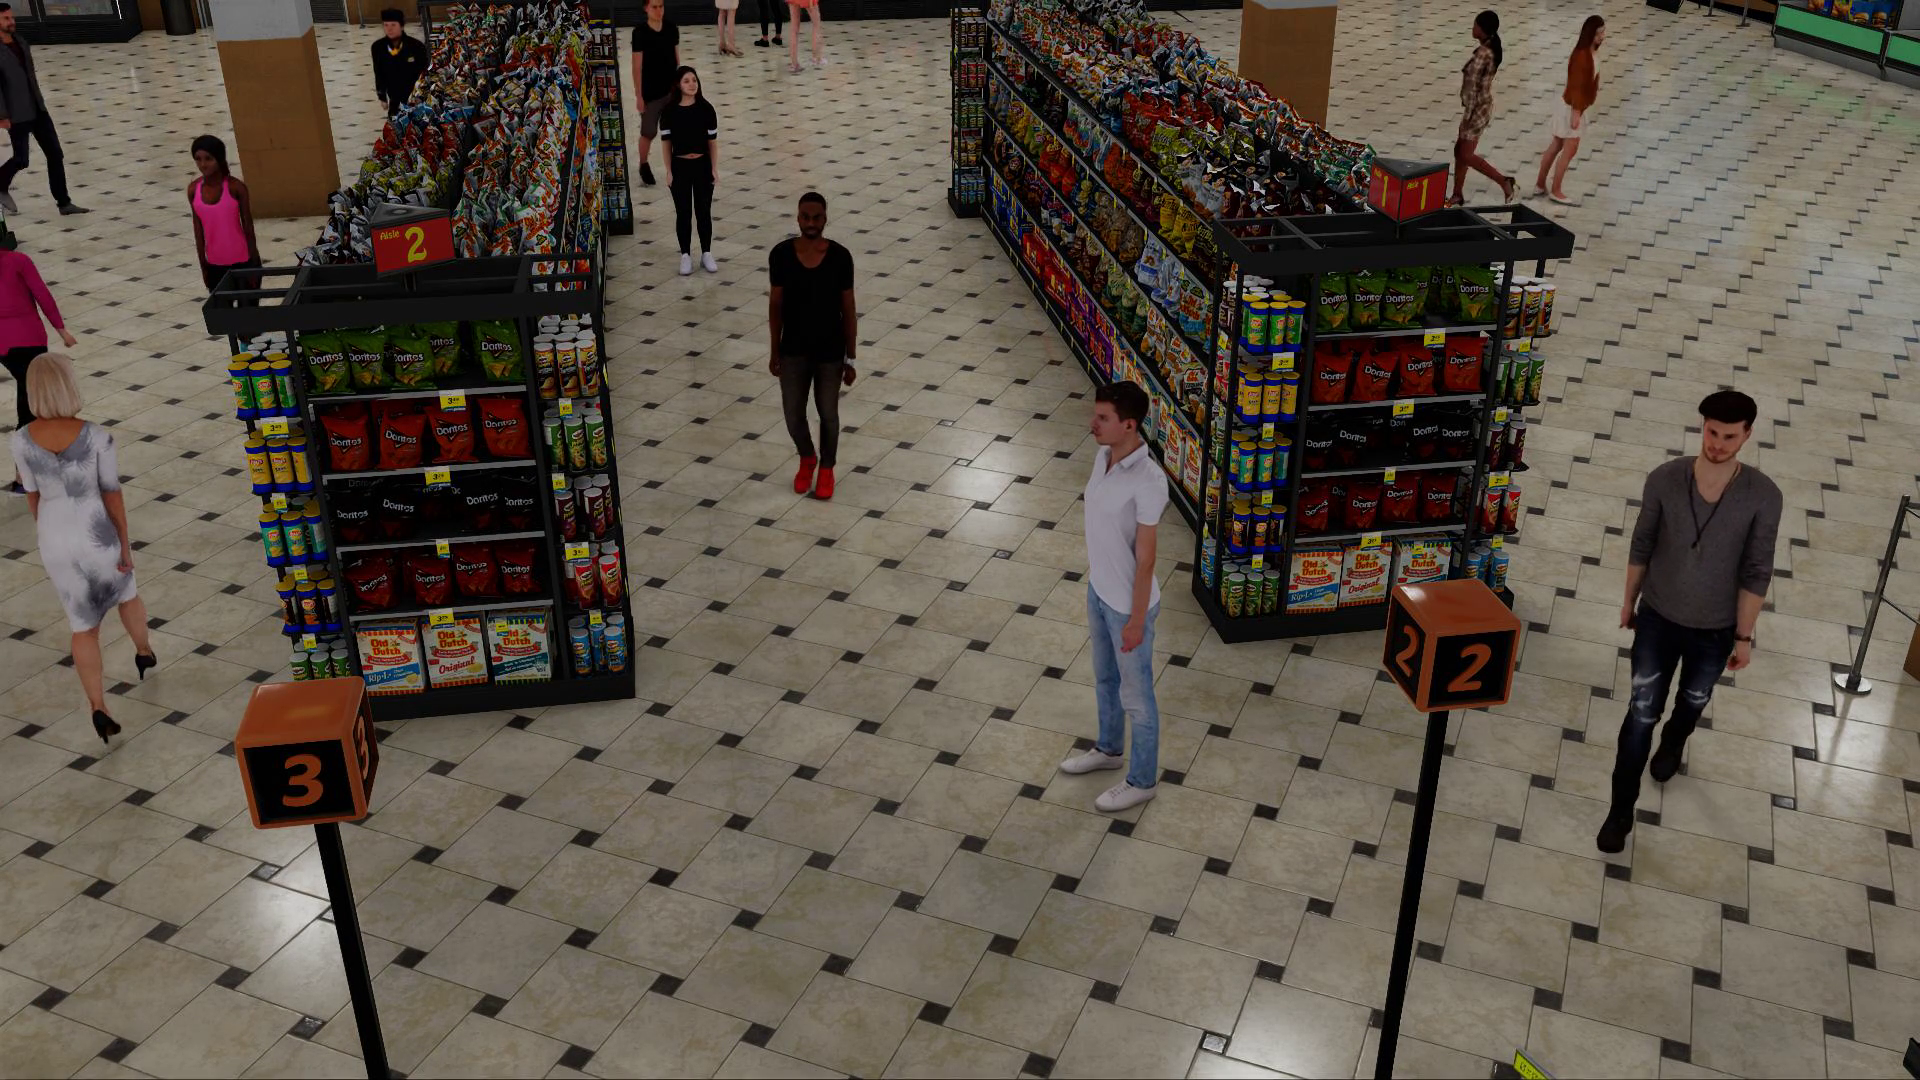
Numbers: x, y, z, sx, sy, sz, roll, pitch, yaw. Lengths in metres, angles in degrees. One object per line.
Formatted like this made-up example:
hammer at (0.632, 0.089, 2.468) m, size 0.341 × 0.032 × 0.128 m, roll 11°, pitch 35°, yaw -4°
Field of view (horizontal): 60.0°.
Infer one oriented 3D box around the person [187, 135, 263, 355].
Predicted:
person at (-4.771, -1.836, 10.973) m, size 0.553 × 1.711 × 0.772 m, roll -3°, pitch 27°, yaw -6°

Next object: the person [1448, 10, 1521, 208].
person at (4.603, -3.695, 14.568) m, size 0.942 × 1.775 × 0.951 m, roll 12°, pitch 29°, yaw 23°

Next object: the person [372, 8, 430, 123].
person at (-5.111, -4.091, 15.477) m, size 0.727 × 1.659 × 0.699 m, roll -1°, pitch 27°, yaw -3°

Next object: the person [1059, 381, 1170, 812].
person at (0.670, 0.223, 6.758) m, size 0.742 × 1.851 × 0.554 m, roll -10°, pitch 29°, yaw -19°

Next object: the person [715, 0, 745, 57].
person at (-3.006, -7.136, 21.399) m, size 0.753 × 1.735 × 0.657 m, roll -23°, pitch 35°, yaw -37°

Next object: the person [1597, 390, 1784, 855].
person at (2.931, 0.274, 6.636) m, size 1.157 × 1.870 × 1.295 m, roll 14°, pitch 30°, yaw 26°

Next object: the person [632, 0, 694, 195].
person at (-2.829, -4.148, 15.412) m, size 1.033 × 1.821 × 1.305 m, roll -17°, pitch 32°, yaw -30°

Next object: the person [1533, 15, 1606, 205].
person at (5.530, -3.915, 15.103) m, size 0.893 × 1.683 × 0.796 m, roll 5°, pitch 27°, yaw 10°

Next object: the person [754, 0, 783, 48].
person at (-2.554, -7.421, 21.985) m, size 0.675 × 1.713 × 0.675 m, roll -20°, pitch 33°, yaw -33°

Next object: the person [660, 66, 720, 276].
person at (-2.137, -2.946, 13.243) m, size 0.621 × 1.637 × 0.602 m, roll -7°, pitch 28°, yaw -14°

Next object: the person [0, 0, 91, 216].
person at (-8.278, -3.747, 14.591) m, size 1.092 × 1.847 × 1.176 m, roll 8°, pitch 28°, yaw 15°

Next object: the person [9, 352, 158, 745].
person at (-3.816, 0.069, 7.222) m, size 0.706 × 1.706 × 1.114 m, roll -9°, pitch 28°, yaw -18°

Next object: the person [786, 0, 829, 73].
person at (-1.997, -6.632, 20.408) m, size 0.857 × 1.731 × 0.941 m, roll 14°, pitch 30°, yaw 25°

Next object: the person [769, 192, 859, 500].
person at (-0.822, -1.114, 9.465) m, size 0.722 × 1.788 × 0.686 m, roll 1°, pitch 27°, yaw 2°

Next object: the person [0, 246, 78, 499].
person at (-5.390, -1.036, 9.460) m, size 0.745 × 1.652 × 1.214 m, roll 1°, pitch 27°, yaw 1°
